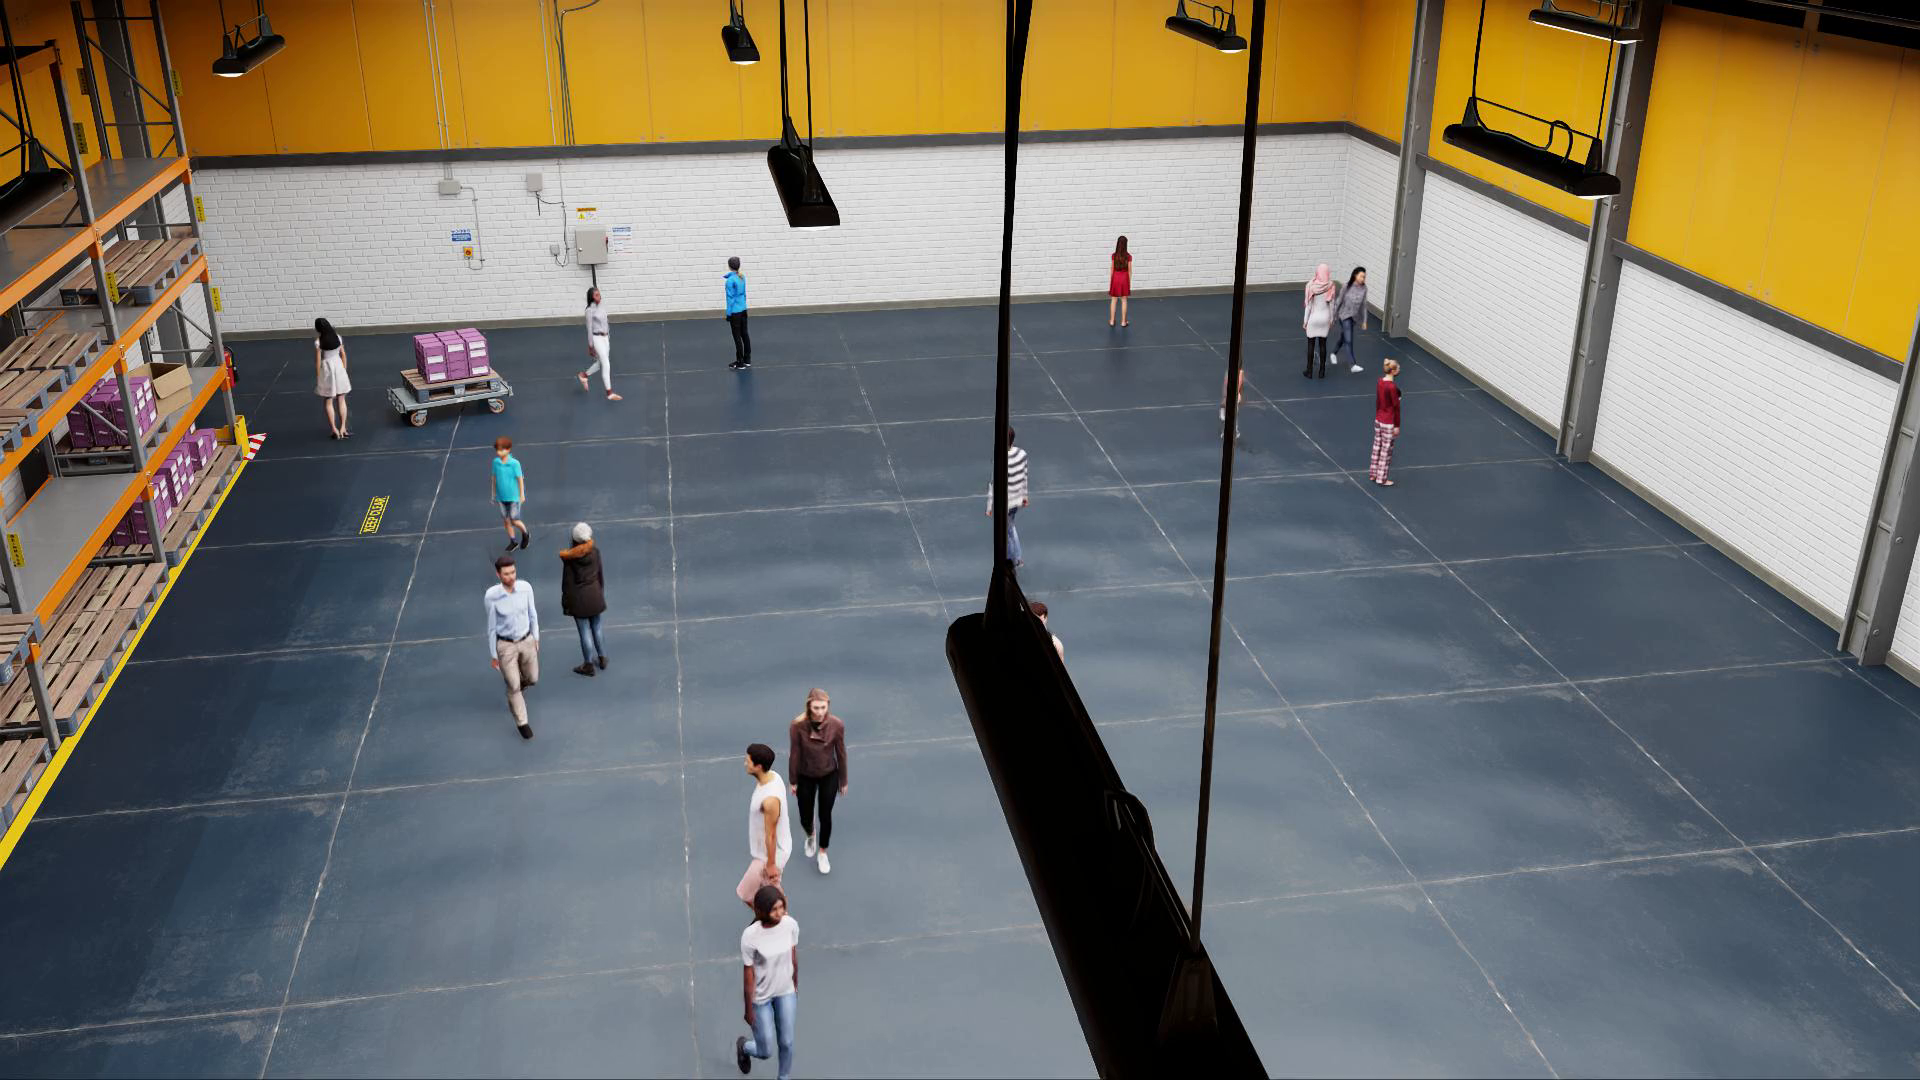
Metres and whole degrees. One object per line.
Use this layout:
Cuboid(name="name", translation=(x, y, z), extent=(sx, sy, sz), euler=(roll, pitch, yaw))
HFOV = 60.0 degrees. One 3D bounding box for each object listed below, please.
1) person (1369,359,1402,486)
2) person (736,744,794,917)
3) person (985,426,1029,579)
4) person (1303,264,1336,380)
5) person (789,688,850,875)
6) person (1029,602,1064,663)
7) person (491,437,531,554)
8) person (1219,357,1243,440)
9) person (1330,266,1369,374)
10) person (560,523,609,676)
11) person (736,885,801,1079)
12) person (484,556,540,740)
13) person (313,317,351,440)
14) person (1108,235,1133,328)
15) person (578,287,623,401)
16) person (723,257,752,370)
Cuboid(name="person", translation=(5.567, -1.556, 21.714), extent=(0.698, 1.696, 0.474), euler=(-7, 25, -16))
Cuboid(name="person", translation=(-1.366, 2.357, 12.673), extent=(0.754, 1.768, 0.631), euler=(-2, 24, -4))
Cuboid(name="person", translation=(0.621, -0.403, 18.901), extent=(0.816, 1.837, 0.848), euler=(-21, 31, -40))
Cuboid(name="person", translation=(5.561, -3.404, 25.808), extent=(0.660, 1.803, 0.620), euler=(-1, 24, -3))
Cuboid(name="person", translation=(-1.184, 1.933, 13.736), extent=(0.629, 1.694, 0.618), euler=(-3, 24, -8))
Cuboid(name="person", translation=(0.648, 1.381, 14.813), extent=(0.967, 1.841, 1.247), euler=(5, 24, 11))
Cuboid(name="person", translation=(-5.329, -0.564, 19.768), extent=(0.635, 1.438, 0.685), euler=(8, 25, 18))
Cuboid(name="person", translation=(3.812, -1.959, 23.128), extent=(0.635, 1.301, 0.743), euler=(-16, 28, -32))
Cuboid(name="person", translation=(6.065, -3.492, 26.187), extent=(0.730, 1.661, 1.225), euler=(-6, 24, -12))
Cuboid(name="person", translation=(-3.786, 0.600, 16.870), extent=(0.782, 1.625, 0.744), euler=(16, 28, 32))
Cuboid(name="person", translation=(-1.317, 3.038, 11.184), extent=(0.811, 1.712, 0.939), euler=(-17, 29, -34))
Cuboid(name="person", translation=(-4.257, 0.964, 15.779), extent=(0.866, 1.832, 1.032), euler=(-14, 27, -29))
Cuboid(name="person", translation=(-8.779, -2.273, 23.270), extent=(0.759, 1.763, 0.783), euler=(-13, 27, -27))
Cuboid(name="person", translation=(2.743, -4.448, 28.512), extent=(0.627, 1.551, 0.689), euler=(4, 24, 8))
Cuboid(name="person", translation=(-5.457, -2.942, 24.874), extent=(1.033, 1.704, 1.064), euler=(11, 26, 23))
Cuboid(name="person", translation=(-3.504, -3.594, 26.252), extent=(0.746, 1.795, 0.671), euler=(14, 27, 29))
